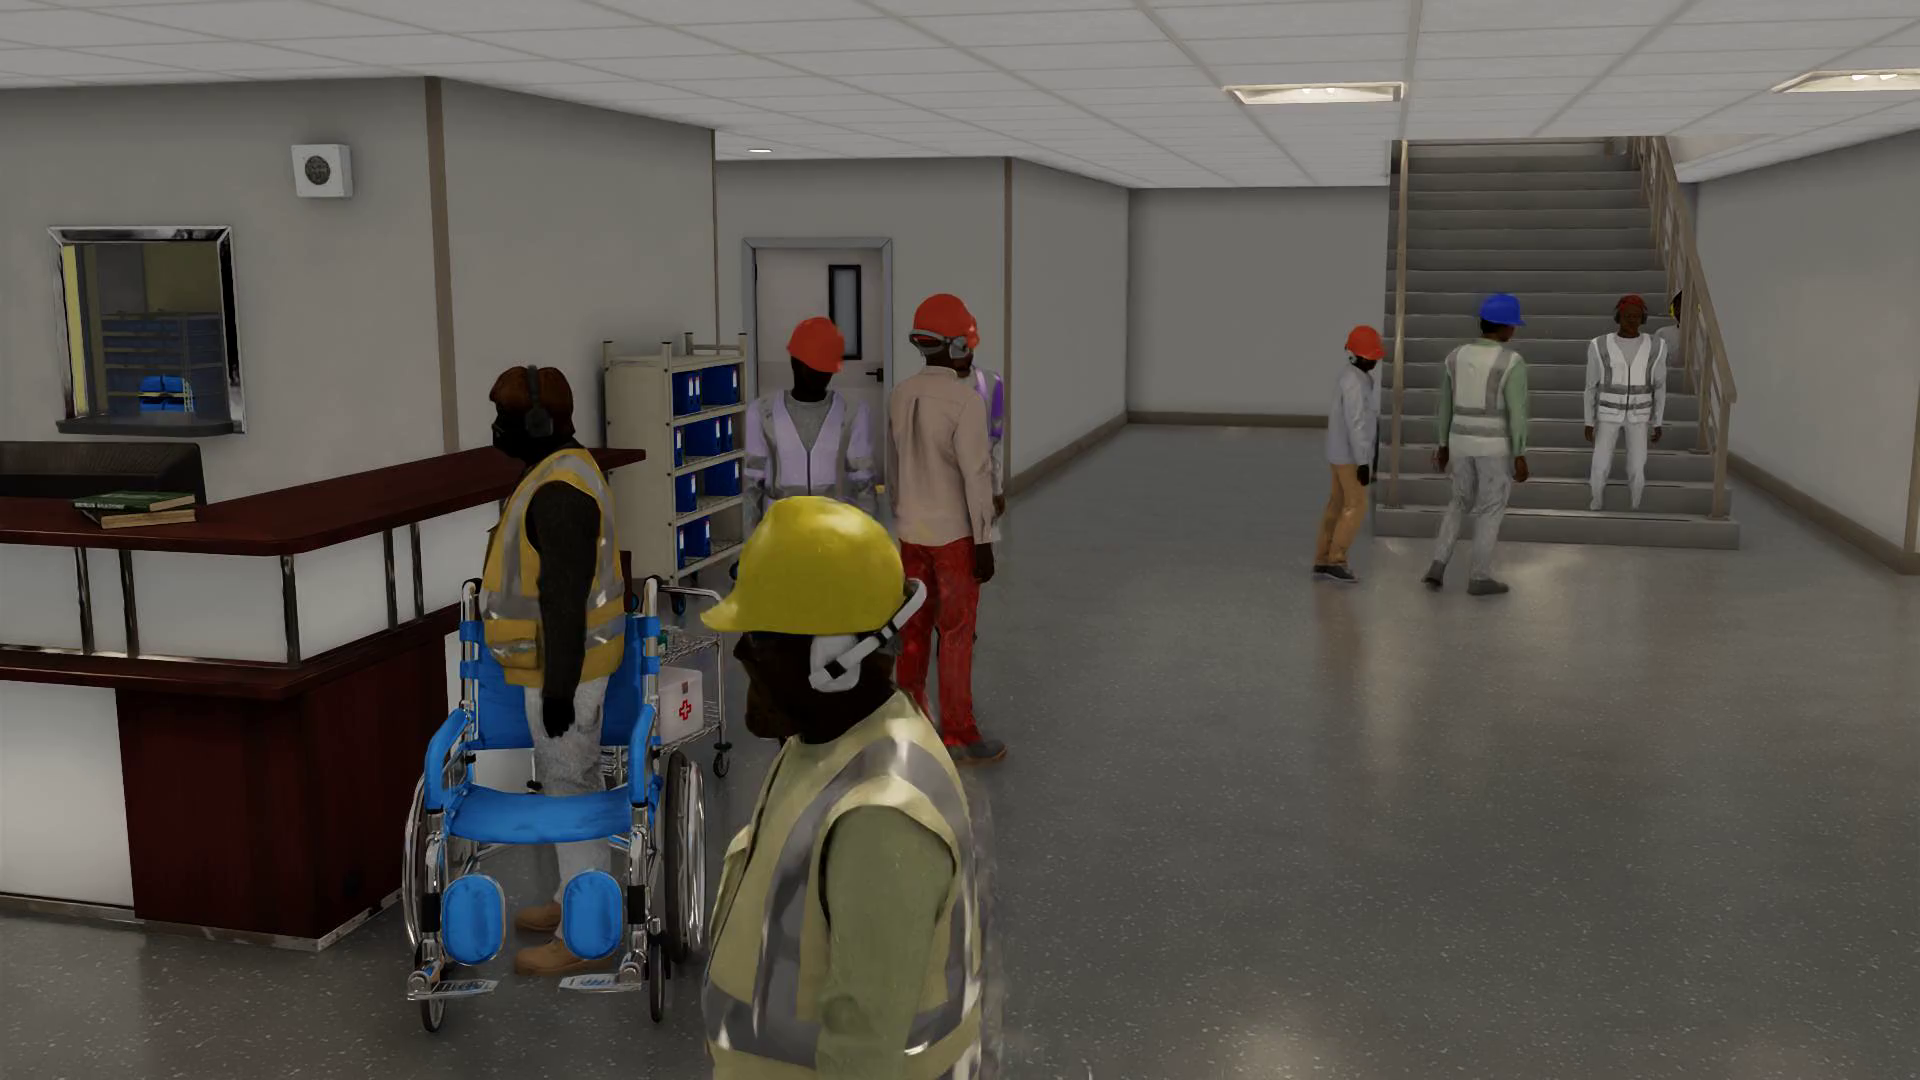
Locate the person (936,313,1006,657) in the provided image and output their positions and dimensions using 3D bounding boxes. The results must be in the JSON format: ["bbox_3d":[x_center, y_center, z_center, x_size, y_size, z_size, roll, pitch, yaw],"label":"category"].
[{"bbox_3d":[-0.026,-0.283,8.795,0.576,1.901,0.642,-4,10,-20],"label":"person"}]

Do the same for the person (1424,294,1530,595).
[{"bbox_3d":[3.272,-0.583,10.560,0.465,1.919,0.696,-6,11,-31],"label":"person"}]

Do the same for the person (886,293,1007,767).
[{"bbox_3d":[-0.070,-0.038,7.063,0.375,1.997,0.611,-8,13,-41],"label":"person"}]

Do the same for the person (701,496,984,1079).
[{"bbox_3d":[-0.145,0.830,2.469,0.471,1.815,0.600,-2,10,-12],"label":"person"}]

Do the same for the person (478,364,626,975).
[{"bbox_3d":[-1.236,0.384,5.073,0.429,1.835,0.633,-3,10,-16],"label":"person"}]

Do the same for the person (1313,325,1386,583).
[{"bbox_3d":[2.580,-0.571,11.067,0.430,1.712,0.611,2,10,10],"label":"person"}]

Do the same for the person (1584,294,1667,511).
[{"bbox_3d":[5.034,-0.919,12.621,0.575,1.875,0.356,2,10,12],"label":"person"}]

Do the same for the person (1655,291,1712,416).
[{"bbox_3d":[6.233,-1.222,14.412,0.532,1.868,0.310,5,11,27],"label":"person"}]

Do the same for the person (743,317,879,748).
[{"bbox_3d":[-0.638,0.001,7.115,0.574,1.900,0.460,-1,10,-5],"label":"person"}]
